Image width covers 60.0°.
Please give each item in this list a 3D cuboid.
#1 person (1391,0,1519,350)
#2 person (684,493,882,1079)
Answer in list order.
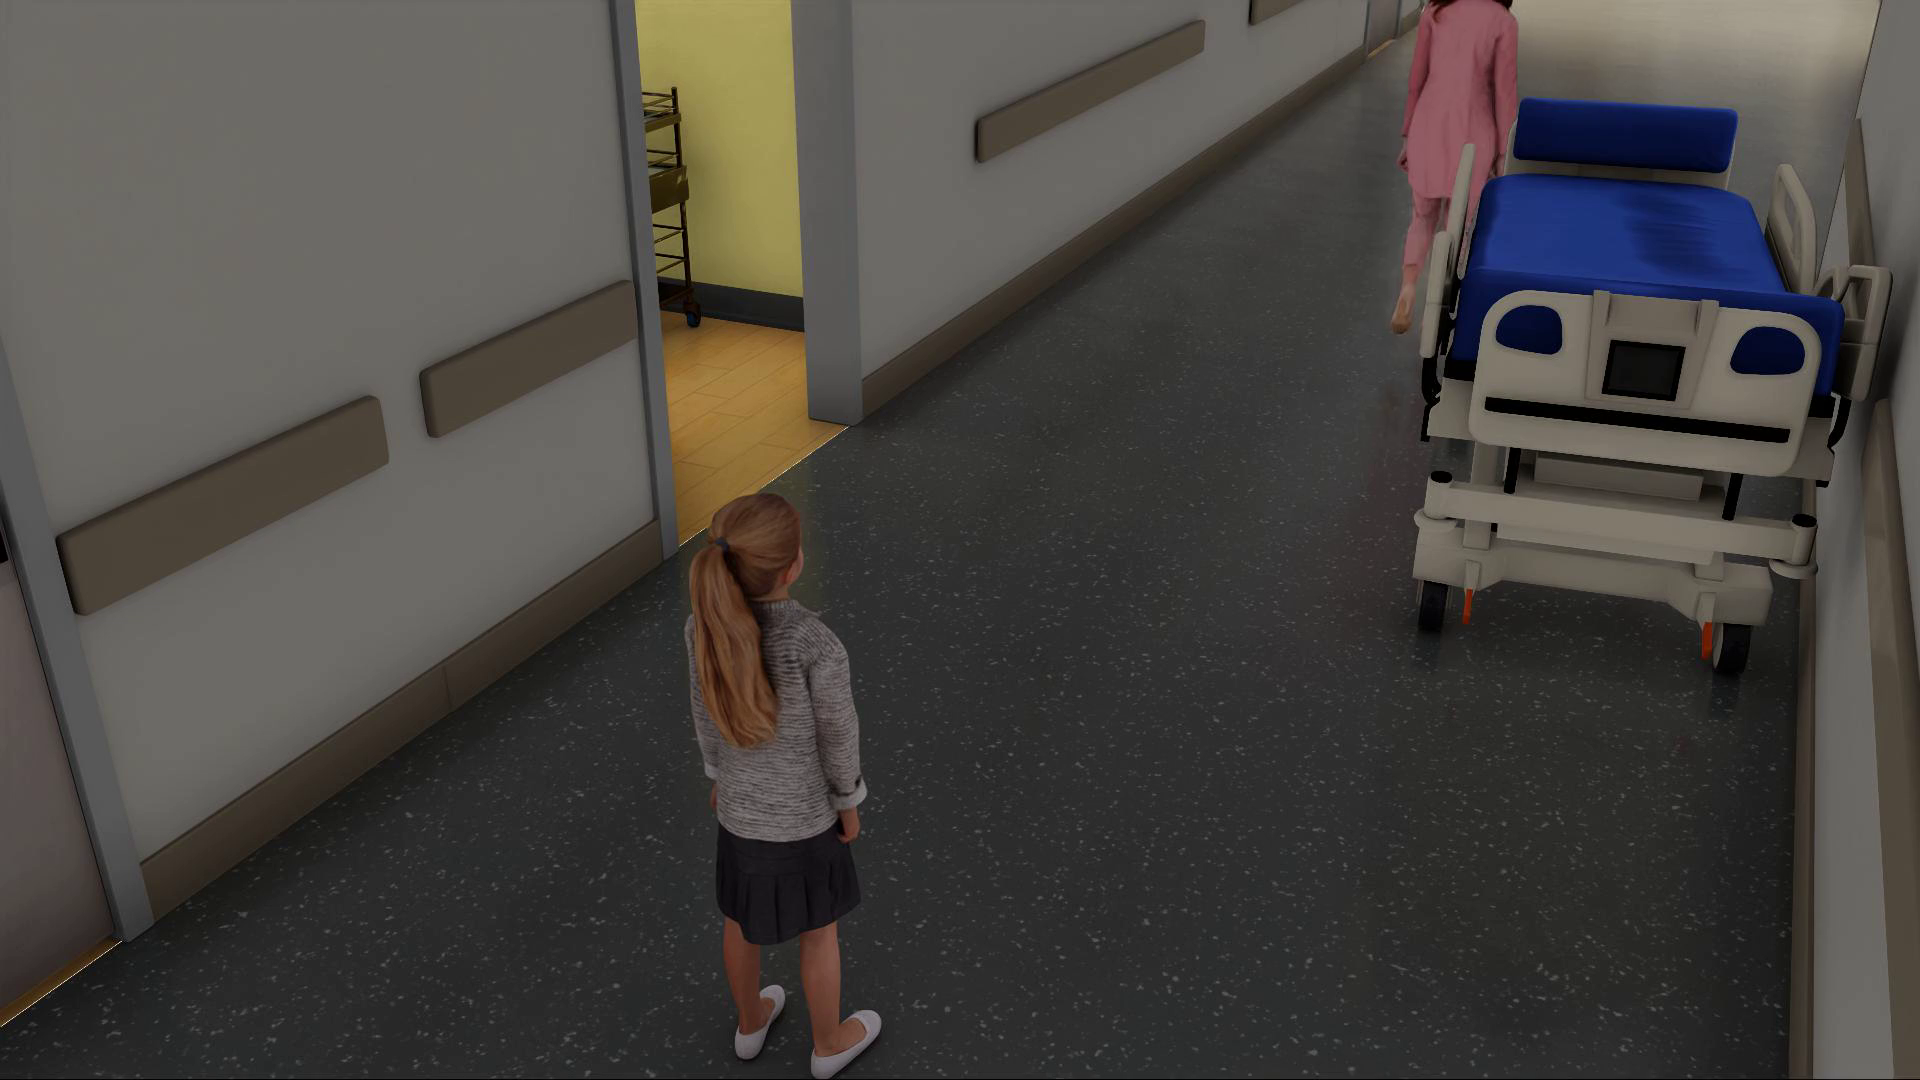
[{"bbox_3d":[2.063,-1.647,7.093,0.699,1.786,0.735,15,30,29],"label":"person"},{"bbox_3d":[-0.355,0.491,3.241,0.453,1.275,0.563,10,28,21],"label":"person"}]
